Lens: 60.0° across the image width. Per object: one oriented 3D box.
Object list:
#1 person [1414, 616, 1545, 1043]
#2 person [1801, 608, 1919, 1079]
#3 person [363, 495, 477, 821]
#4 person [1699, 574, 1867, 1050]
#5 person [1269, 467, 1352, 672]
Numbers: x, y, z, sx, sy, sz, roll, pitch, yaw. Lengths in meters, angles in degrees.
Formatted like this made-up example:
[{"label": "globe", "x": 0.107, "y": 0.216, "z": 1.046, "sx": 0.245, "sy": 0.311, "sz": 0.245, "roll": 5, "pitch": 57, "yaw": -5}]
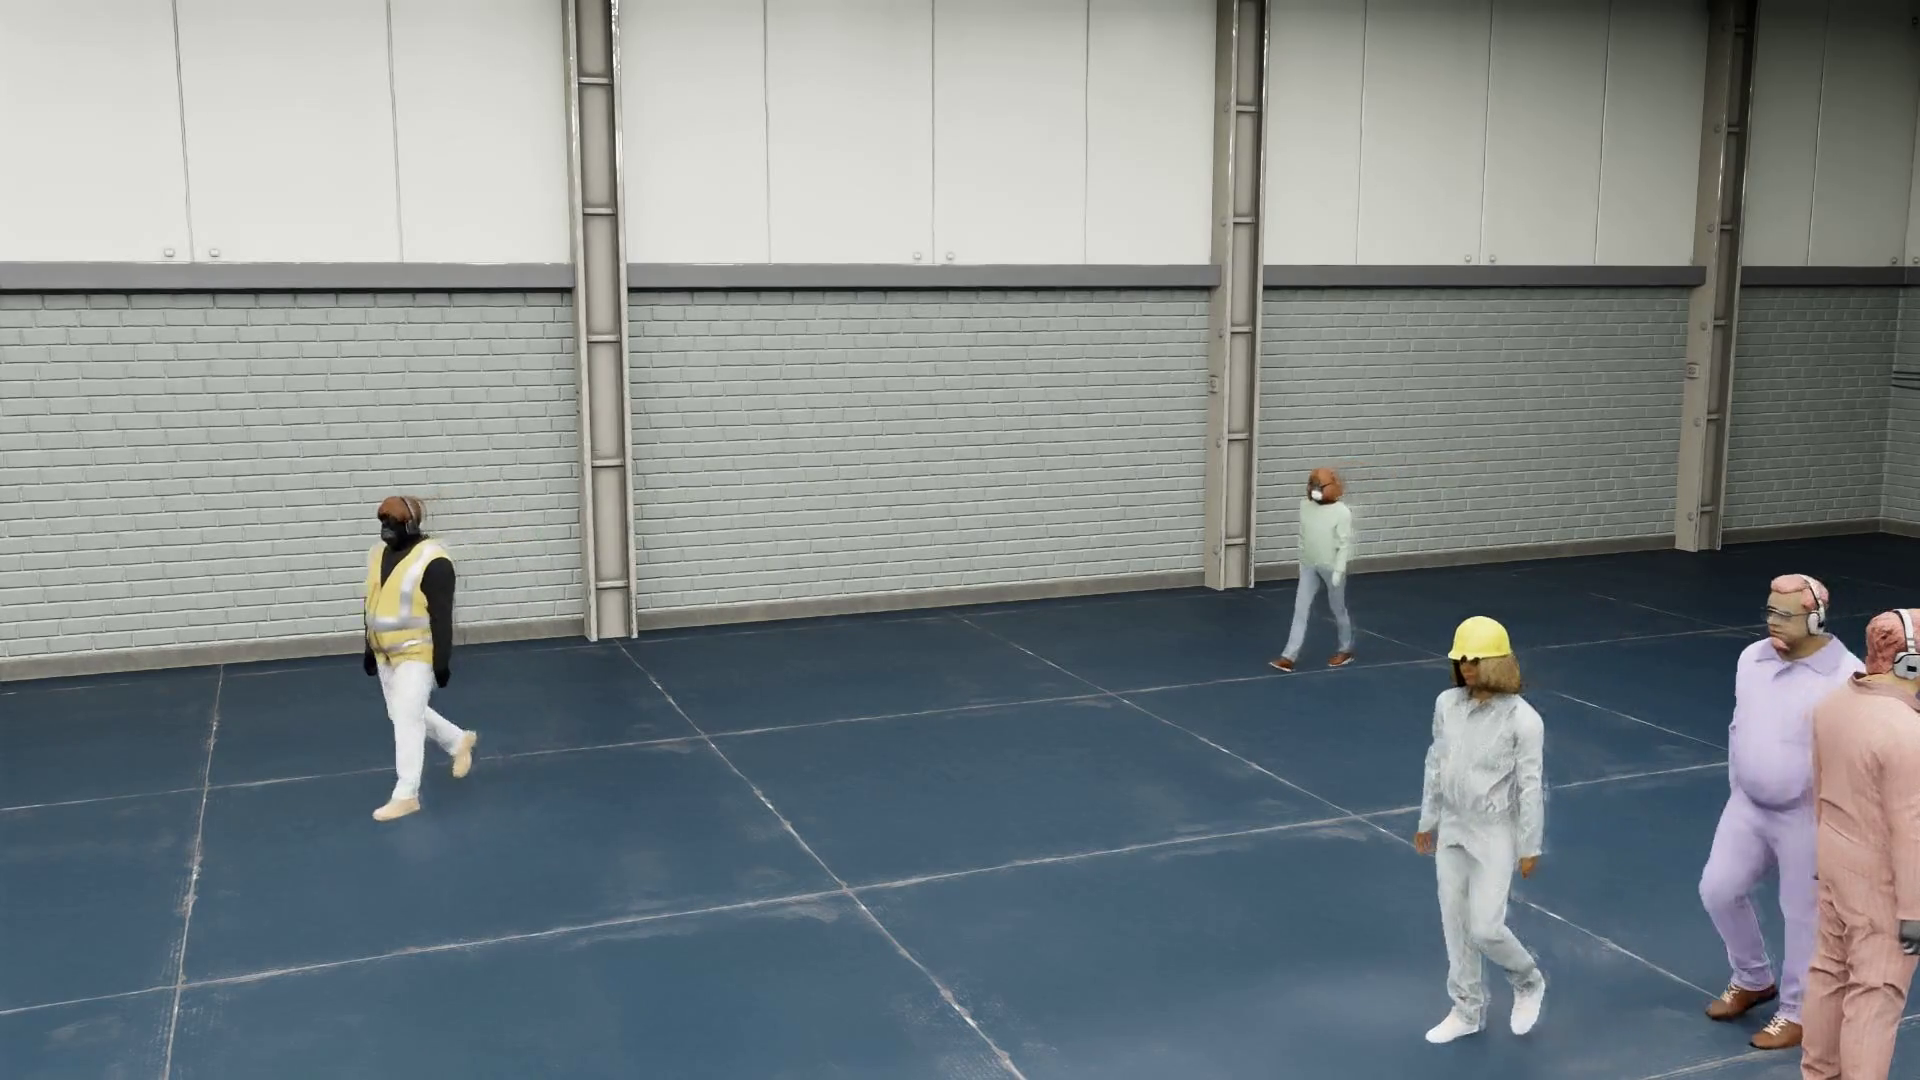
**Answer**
[{"label": "person", "x": 2.054, "y": 1.142, "z": 6.530, "sx": 0.414, "sy": 1.728, "sz": 0.489, "roll": -5, "pitch": 10, "yaw": -30}, {"label": "person", "x": 3.190, "y": 1.176, "z": 5.748, "sx": 0.403, "sy": 1.911, "sz": 0.637, "roll": 1, "pitch": 9, "yaw": 4}, {"label": "person", "x": -3.086, "y": 0.627, "z": 9.517, "sx": 0.631, "sy": 1.819, "sz": 0.784, "roll": 6, "pitch": 11, "yaw": 35}, {"label": "person", "x": 3.213, "y": 1.069, "z": 6.499, "sx": 0.433, "sy": 1.893, "sz": 0.647, "roll": -4, "pitch": 10, "yaw": -24}, {"label": "person", "x": 2.750, "y": 0.229, "z": 12.702, "sx": 0.893, "sy": 1.576, "sz": 0.511, "roll": -8, "pitch": 12, "yaw": -41}]
